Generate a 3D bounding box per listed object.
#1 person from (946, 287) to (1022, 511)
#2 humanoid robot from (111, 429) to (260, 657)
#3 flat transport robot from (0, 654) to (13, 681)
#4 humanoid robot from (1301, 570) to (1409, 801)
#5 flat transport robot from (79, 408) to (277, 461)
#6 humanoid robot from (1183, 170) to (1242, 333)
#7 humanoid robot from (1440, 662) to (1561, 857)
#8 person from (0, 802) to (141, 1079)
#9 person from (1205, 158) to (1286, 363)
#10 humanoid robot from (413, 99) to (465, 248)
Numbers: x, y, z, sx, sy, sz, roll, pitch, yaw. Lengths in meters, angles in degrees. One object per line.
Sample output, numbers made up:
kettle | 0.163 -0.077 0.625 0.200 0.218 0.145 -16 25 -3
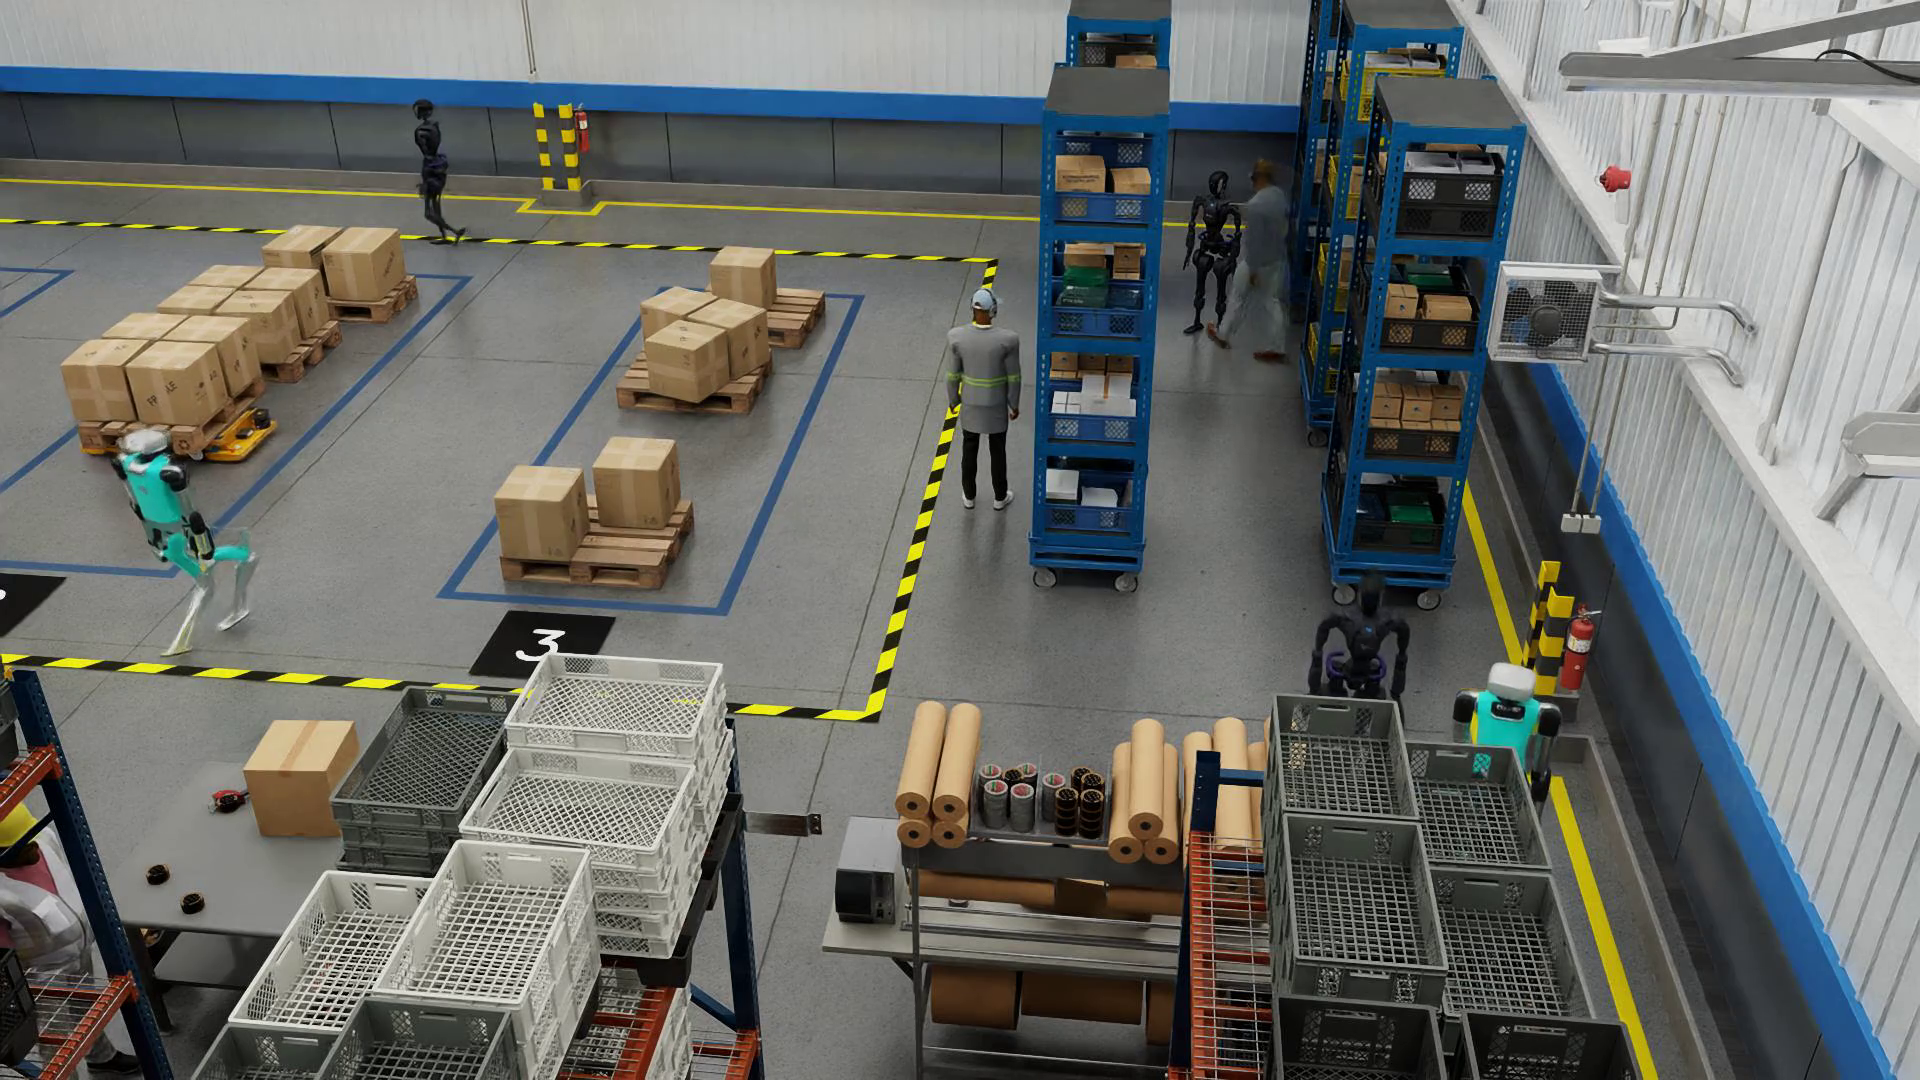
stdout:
person | 0.193 -1.099 12.991 0.587 1.848 0.396 5 31 9
humanoid robot | -5.176 -0.042 11.276 0.537 1.732 0.983 11 32 18
flat transport robot | -7.142 0.969 11.010 1.431 0.231 0.659 3 30 6
humanoid robot | 2.327 0.892 9.749 0.600 1.646 0.450 2 30 4
flat transport robot | -6.708 -0.943 14.266 1.431 0.197 0.652 3 30 6
humanoid robot | 2.437 -2.735 15.956 0.599 1.657 0.315 21 36 31
humanoid robot | 2.727 1.530 8.606 0.538 1.738 1.027 9 31 16
person | -4.251 1.939 7.787 0.404 1.830 0.600 2 30 4
person | 2.762 -2.623 15.568 0.944 1.877 0.644 24 38 34
humanoid robot | -5.714 -4.002 18.143 0.430 1.643 0.590 -2 30 -3
